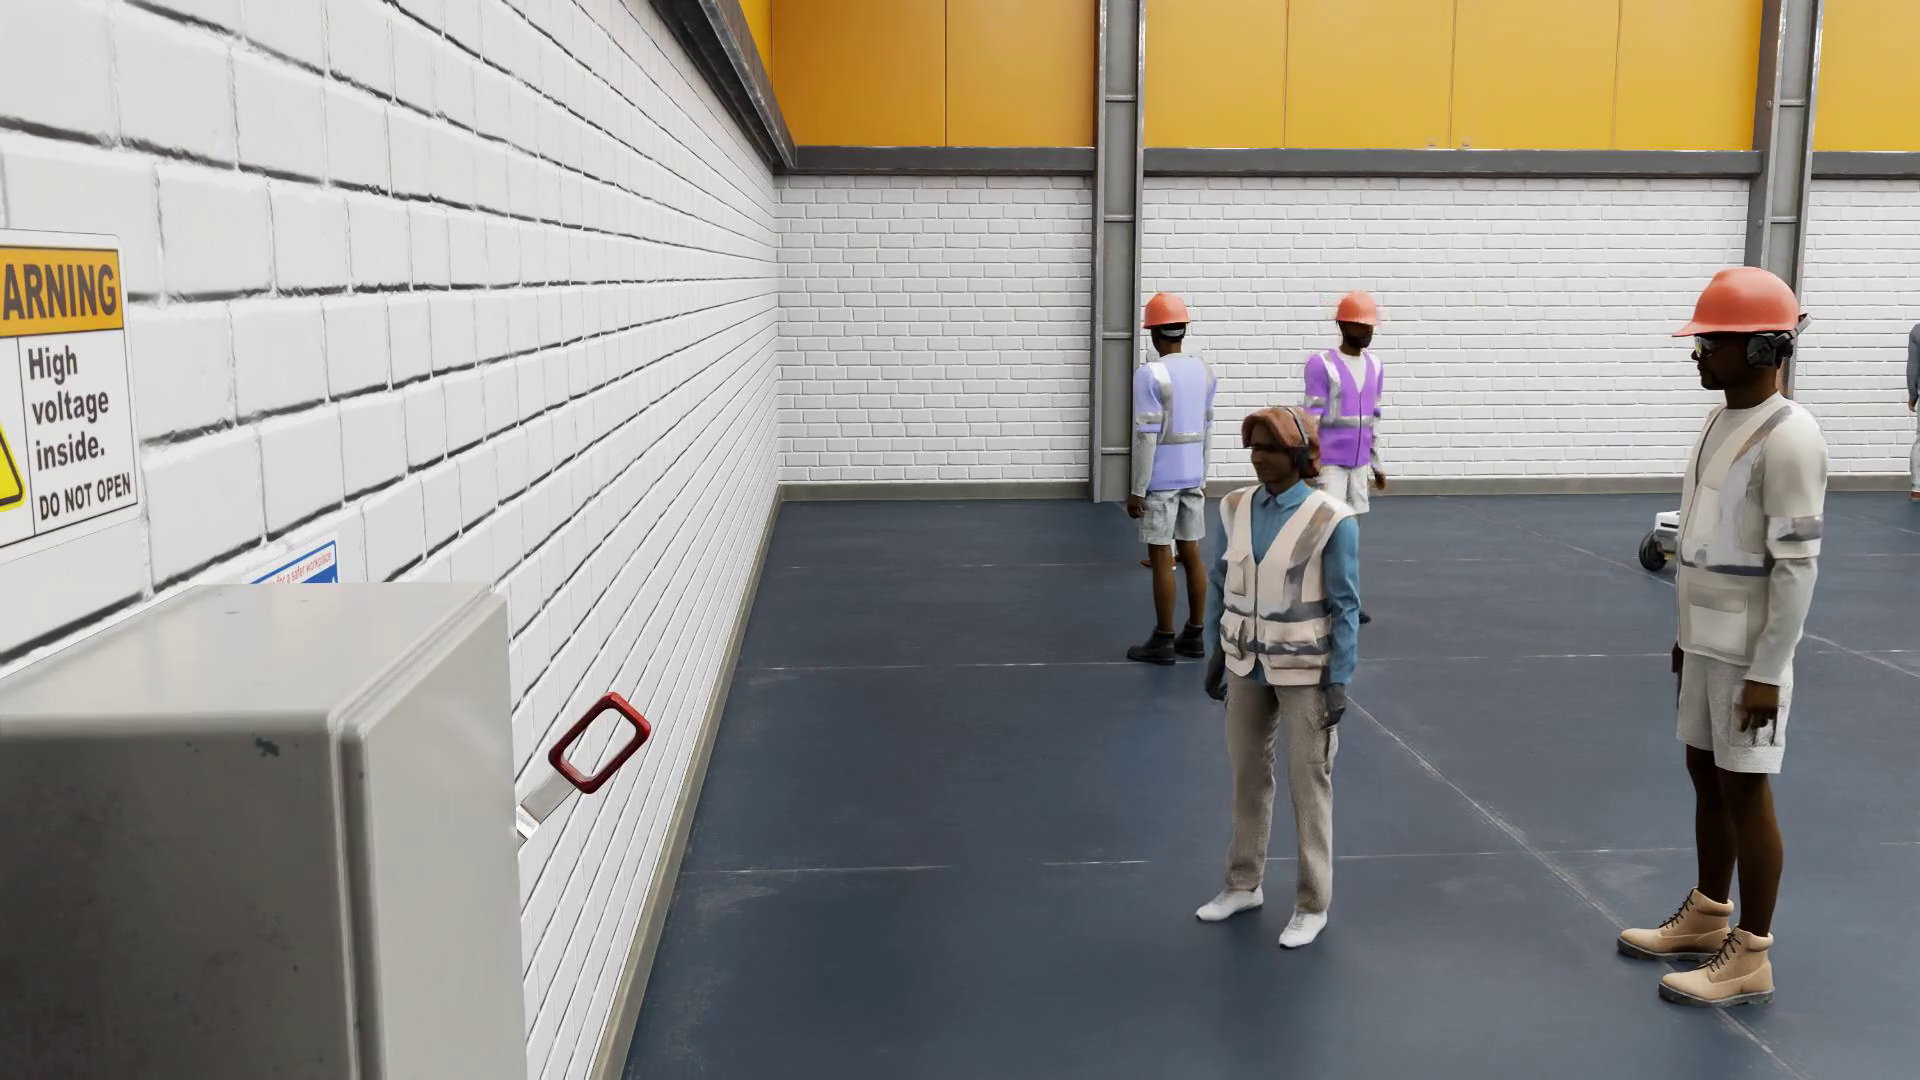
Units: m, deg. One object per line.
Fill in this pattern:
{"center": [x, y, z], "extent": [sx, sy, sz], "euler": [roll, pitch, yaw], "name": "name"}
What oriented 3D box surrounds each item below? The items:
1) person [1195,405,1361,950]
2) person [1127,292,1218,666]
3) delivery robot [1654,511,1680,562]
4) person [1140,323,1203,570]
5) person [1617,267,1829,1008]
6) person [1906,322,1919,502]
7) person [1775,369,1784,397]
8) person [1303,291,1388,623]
{"center": [0.966, 0.408, 5.053], "extent": [0.310, 1.638, 0.522], "euler": [-9, 12, -43], "name": "person"}
{"center": [1.079, -0.317, 8.679], "extent": [0.548, 1.934, 0.374], "euler": [-7, 11, -38], "name": "person"}
{"center": [5.056, -0.091, 11.285], "extent": [0.707, 0.478, 0.477], "euler": [-6, 11, -31], "name": "delivery robot"}
{"center": [1.452, -0.725, 11.469], "extent": [0.526, 1.862, 0.315], "euler": [-7, 11, -35], "name": "person"}
{"center": [2.131, 0.273, 4.639], "extent": [0.374, 2.043, 0.614], "euler": [0, 9, 3], "name": "person"}
{"center": [8.706, -1.283, 14.731], "extent": [0.375, 1.940, 0.627], "euler": [-5, 11, -31], "name": "person"}
{"center": [4.153, -0.157, 8.757], "extent": [0.514, 1.587, 0.850], "euler": [0, 9, 1], "name": "person"}
{"center": [2.241, -0.455, 9.605], "extent": [0.579, 1.926, 0.431], "euler": [-5, 10, -30], "name": "person"}
